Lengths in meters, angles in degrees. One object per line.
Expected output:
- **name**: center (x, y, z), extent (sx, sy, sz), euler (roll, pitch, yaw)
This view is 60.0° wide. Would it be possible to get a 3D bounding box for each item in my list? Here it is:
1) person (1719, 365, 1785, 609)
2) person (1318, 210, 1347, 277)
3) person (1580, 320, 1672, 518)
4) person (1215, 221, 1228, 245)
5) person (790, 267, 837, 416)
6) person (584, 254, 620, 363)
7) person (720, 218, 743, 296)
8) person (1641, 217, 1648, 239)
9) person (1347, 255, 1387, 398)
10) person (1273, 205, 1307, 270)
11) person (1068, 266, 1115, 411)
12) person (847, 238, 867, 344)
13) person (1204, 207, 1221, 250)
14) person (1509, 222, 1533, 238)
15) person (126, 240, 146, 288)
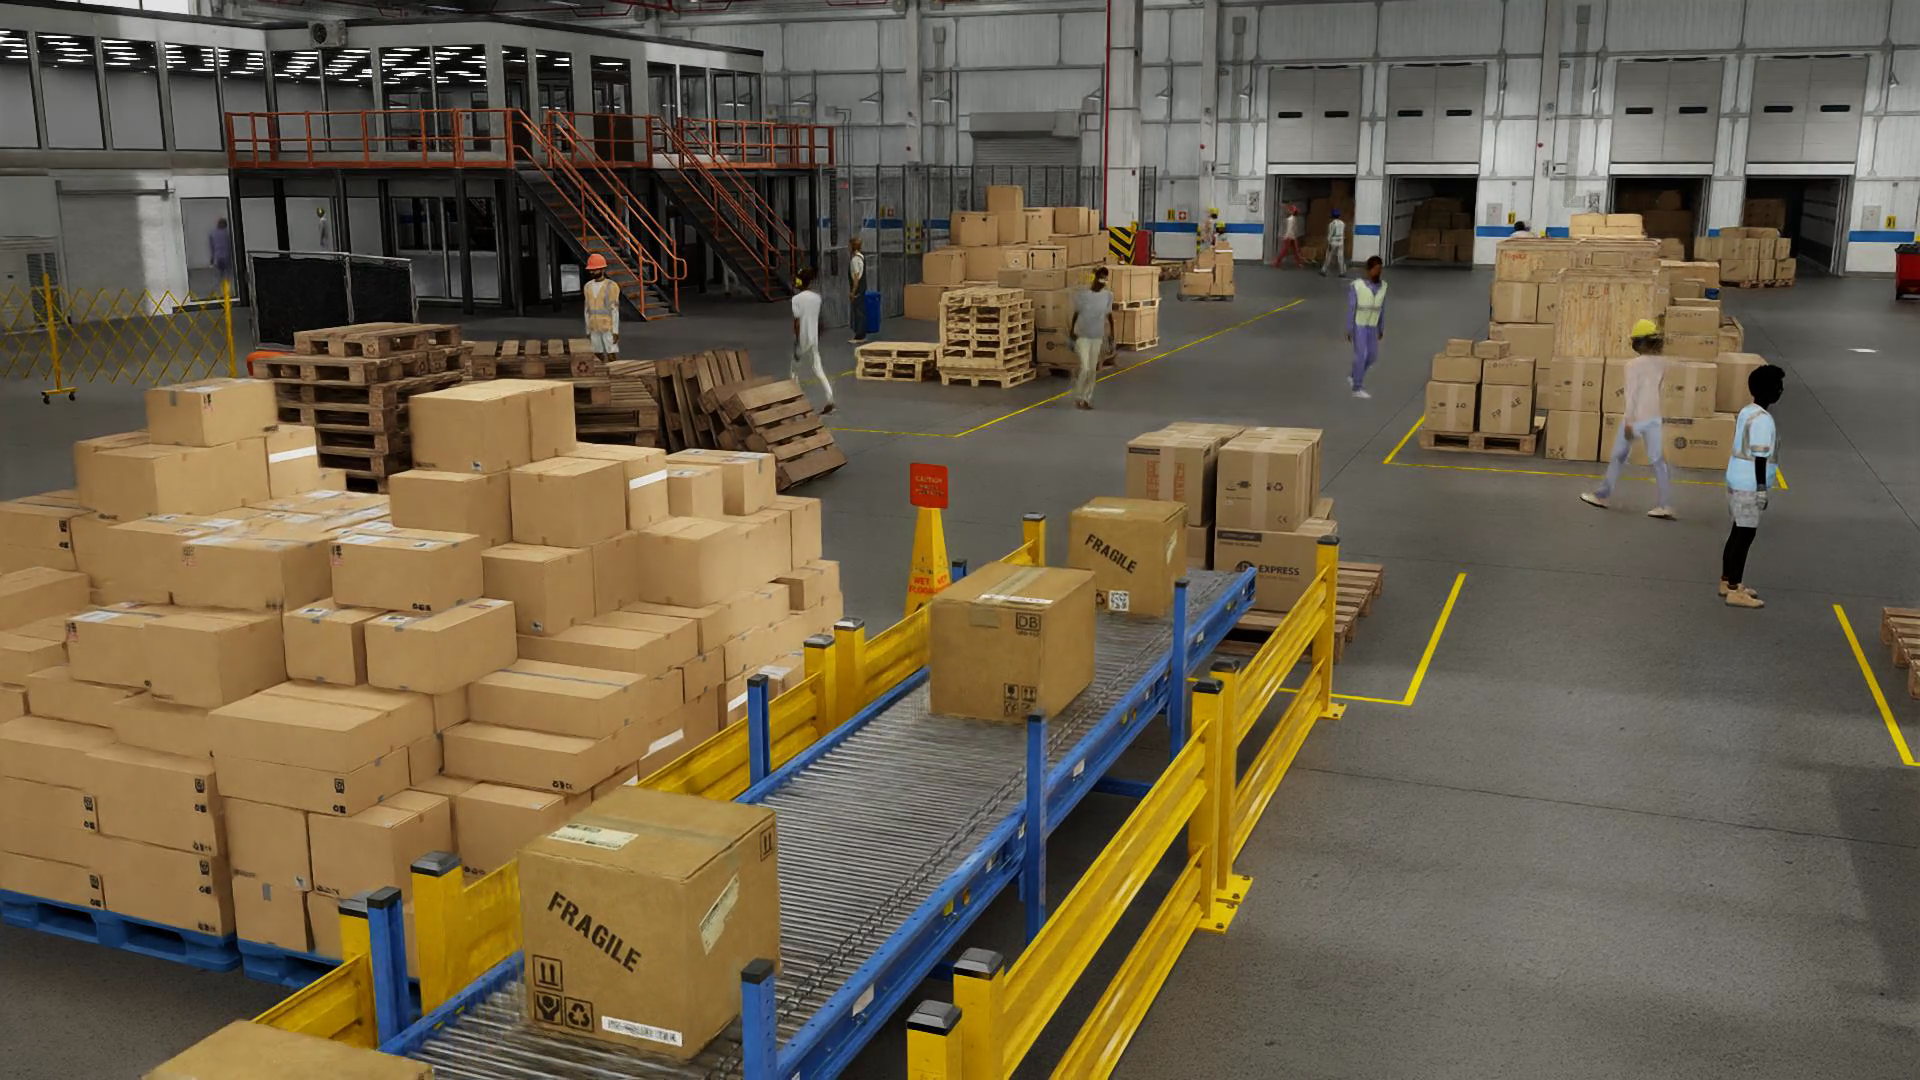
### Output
- **person**: center (5.508, -0.377, 11.578), extent (0.320, 1.693, 0.535), euler (3, 13, 14)
- **person**: center (10.591, -8.363, 46.940), extent (0.641, 1.891, 1.020), euler (-7, 14, -27)
- **person**: center (5.974, -1.075, 14.639), extent (0.539, 1.708, 0.932), euler (-6, 14, -27)
- **person**: center (6.457, -7.020, 41.246), extent (0.312, 1.744, 0.487), euler (-4, 13, -16)
- **person**: center (-1.873, -2.450, 20.574), extent (0.960, 1.830, 0.536), euler (11, 17, 41)
- **person**: center (-4.705, -2.777, 21.809), extent (0.539, 1.930, 0.388), euler (6, 14, 24)
- **person**: center (-5.545, -6.835, 40.185), extent (0.583, 1.846, 0.900), euler (2, 13, 8)
- **person**: center (17.063, -7.239, 42.042), extent (0.632, 1.826, 0.657), euler (-10, 16, -37)
- **person**: center (5.390, -2.848, 22.193), extent (0.642, 1.895, 0.511), euler (-6, 14, -25)
- **person**: center (9.985, -9.149, 50.346), extent (1.023, 1.951, 0.642), euler (6, 14, 25)
- **person**: center (1.655, -2.525, 20.884), extent (0.533, 1.829, 0.582), euler (-3, 13, -11)
- **person**: center (-1.799, -4.328, 28.952), extent (0.345, 1.842, 0.504), euler (2, 13, 11)
- **person**: center (7.633, -9.175, 50.600), extent (0.644, 1.875, 0.602), euler (4, 13, 16)
- **person**: center (13.241, -6.654, 39.504), extent (0.631, 1.784, 0.978), euler (-1, 13, -4)
- **person**: center (-17.703, -5.738, 35.757), extent (0.504, 1.622, 0.457), euler (-1, 13, -5)
